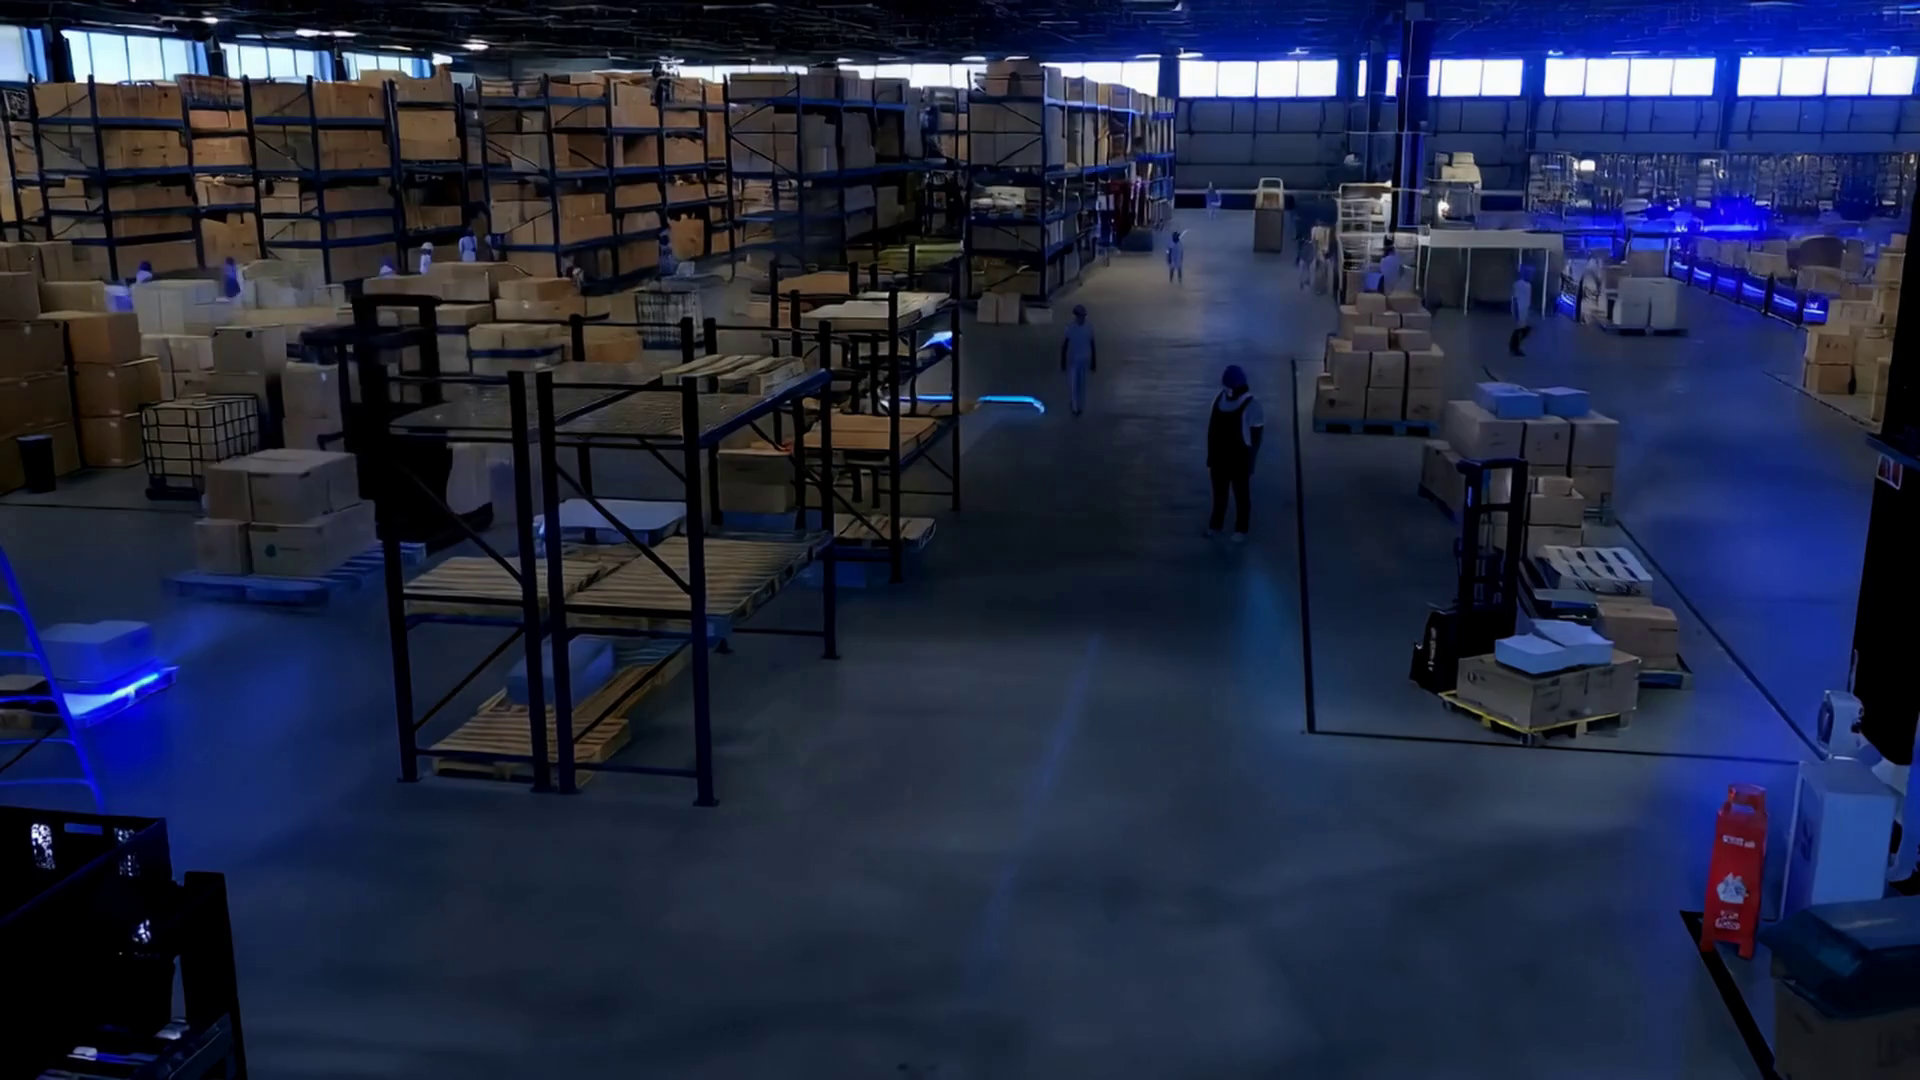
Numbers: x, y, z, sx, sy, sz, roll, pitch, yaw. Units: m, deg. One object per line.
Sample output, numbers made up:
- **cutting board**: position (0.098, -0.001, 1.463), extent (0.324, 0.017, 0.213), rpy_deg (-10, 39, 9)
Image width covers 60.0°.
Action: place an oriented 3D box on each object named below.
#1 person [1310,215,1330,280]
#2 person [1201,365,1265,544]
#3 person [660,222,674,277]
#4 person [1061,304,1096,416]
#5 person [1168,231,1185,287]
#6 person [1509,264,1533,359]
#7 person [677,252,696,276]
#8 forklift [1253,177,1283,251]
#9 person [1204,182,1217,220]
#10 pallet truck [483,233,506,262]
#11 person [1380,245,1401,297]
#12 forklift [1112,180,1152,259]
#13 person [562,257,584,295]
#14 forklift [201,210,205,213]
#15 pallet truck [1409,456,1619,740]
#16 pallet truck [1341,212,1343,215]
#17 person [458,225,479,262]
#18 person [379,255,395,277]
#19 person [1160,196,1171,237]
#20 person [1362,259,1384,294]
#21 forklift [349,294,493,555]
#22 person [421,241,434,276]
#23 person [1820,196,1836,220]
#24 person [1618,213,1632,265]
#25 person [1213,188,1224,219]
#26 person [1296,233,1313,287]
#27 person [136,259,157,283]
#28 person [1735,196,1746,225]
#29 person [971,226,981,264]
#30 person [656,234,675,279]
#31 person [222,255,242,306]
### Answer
- **person**: position (11.293, -9.174, 52.212), extent (0.614, 2.023, 0.501), rpy_deg (6, 15, 22)
- **person**: position (3.066, -0.983, 18.921), extent (0.672, 2.000, 0.536), rpy_deg (13, 19, 43)
- **person**: position (-8.758, -8.569, 49.931), extent (0.372, 1.940, 0.631), rpy_deg (-10, 17, -36)
- **person**: position (1.943, -2.947, 27.264), extent (0.581, 1.858, 0.481), rpy_deg (0, 14, 1)
- **person**: position (6.498, -8.403, 49.797), extent (0.546, 1.667, 0.701), rpy_deg (-5, 15, -20)
- **person**: position (11.556, -4.700, 34.213), extent (0.602, 1.951, 0.436), rpy_deg (-12, 18, -39)
- **person**: position (-6.870, -6.415, 41.800), extent (0.514, 1.642, 0.310), rpy_deg (-8, 16, -30)
- **forklift**: position (12.083, -12.747, 64.956), extent (1.129, 2.768, 1.873), rpy_deg (3, 14, 10)
- **person**: position (13.182, -17.935, 87.937), extent (0.619, 1.948, 0.963), rpy_deg (-6, 15, -23)
- **pallet truck**: position (-11.832, -7.026, 43.548), extent (1.885, 1.965, 0.823), rpy_deg (8, 16, 28)
- **person**: position (10.549, -6.357, 41.120), extent (0.671, 1.849, 0.984), rpy_deg (-12, 18, -41)
- **forklift**: position (6.082, -11.722, 60.796), extent (1.873, 2.768, 1.129), rpy_deg (2, 14, 9)
- **person**: position (-9.352, -6.021, 40.224), extent (0.527, 1.630, 0.314), rpy_deg (0, 14, -1)
- **forklift**: position (-26.119, -10.718, 56.720), extent (1.129, 2.768, 1.873), rpy_deg (3, 14, 10)
- **pallet truck**: position (4.504, 0.400, 13.395), extent (0.823, 1.965, 1.885), rpy_deg (-6, 15, -23)
- **pallet truck**: position (15.874, -13.227, 70.310), extent (0.680, 1.201, 1.601), rpy_deg (10, 17, 35)
- **person**: position (-14.229, -8.144, 48.231), extent (0.542, 1.928, 0.374), rpy_deg (-4, 14, -15)
- **person**: position (-12.642, -5.363, 36.969), extent (0.623, 1.919, 0.643), rpy_deg (-2, 14, -9)
- **person**: position (9.134, -14.357, 73.780), extent (0.304, 1.772, 0.526), rpy_deg (-11, 17, -37)
- **person**: position (8.992, -5.209, 36.430), extent (0.947, 1.883, 0.603), rpy_deg (-5, 15, -21)
- **forklift**: position (-6.245, -1.354, 18.702), extent (1.129, 2.768, 1.873), rpy_deg (3, 14, 13)
- **person**: position (-13.144, -6.414, 41.192), extent (0.375, 1.934, 0.547), rpy_deg (-8, 16, -31)
- **person**: position (38.455, -14.365, 73.799), extent (0.642, 1.777, 0.792), rpy_deg (2, 14, 9)
- **person**: position (23.224, -10.508, 58.055), extent (0.403, 1.820, 0.603), rpy_deg (8, 16, 31)
- **person**: position (13.802, -17.946, 88.681), extent (0.522, 1.614, 0.770), rpy_deg (-11, 18, -38)
- **person**: position (10.300, -8.366, 49.763), extent (0.519, 1.617, 0.346), rpy_deg (4, 14, 15)
- **person**: position (-18.049, -5.336, 37.048), extent (0.654, 1.822, 0.431), rpy_deg (13, 19, 42)
- **person**: position (33.880, -14.014, 72.227), extent (0.564, 1.846, 0.392), rpy_deg (-12, 18, -39)
- **person**: position (0.563, -10.550, 58.329), extent (0.524, 1.769, 0.316), rpy_deg (12, 18, 41)
- **person**: position (-8.524, -7.983, 48.065), extent (0.543, 1.681, 0.417), rpy_deg (4, 14, 17)
- **person**: position (-16.012, -5.246, 36.406), extent (0.871, 1.966, 0.609), rpy_deg (0, 14, -1)
